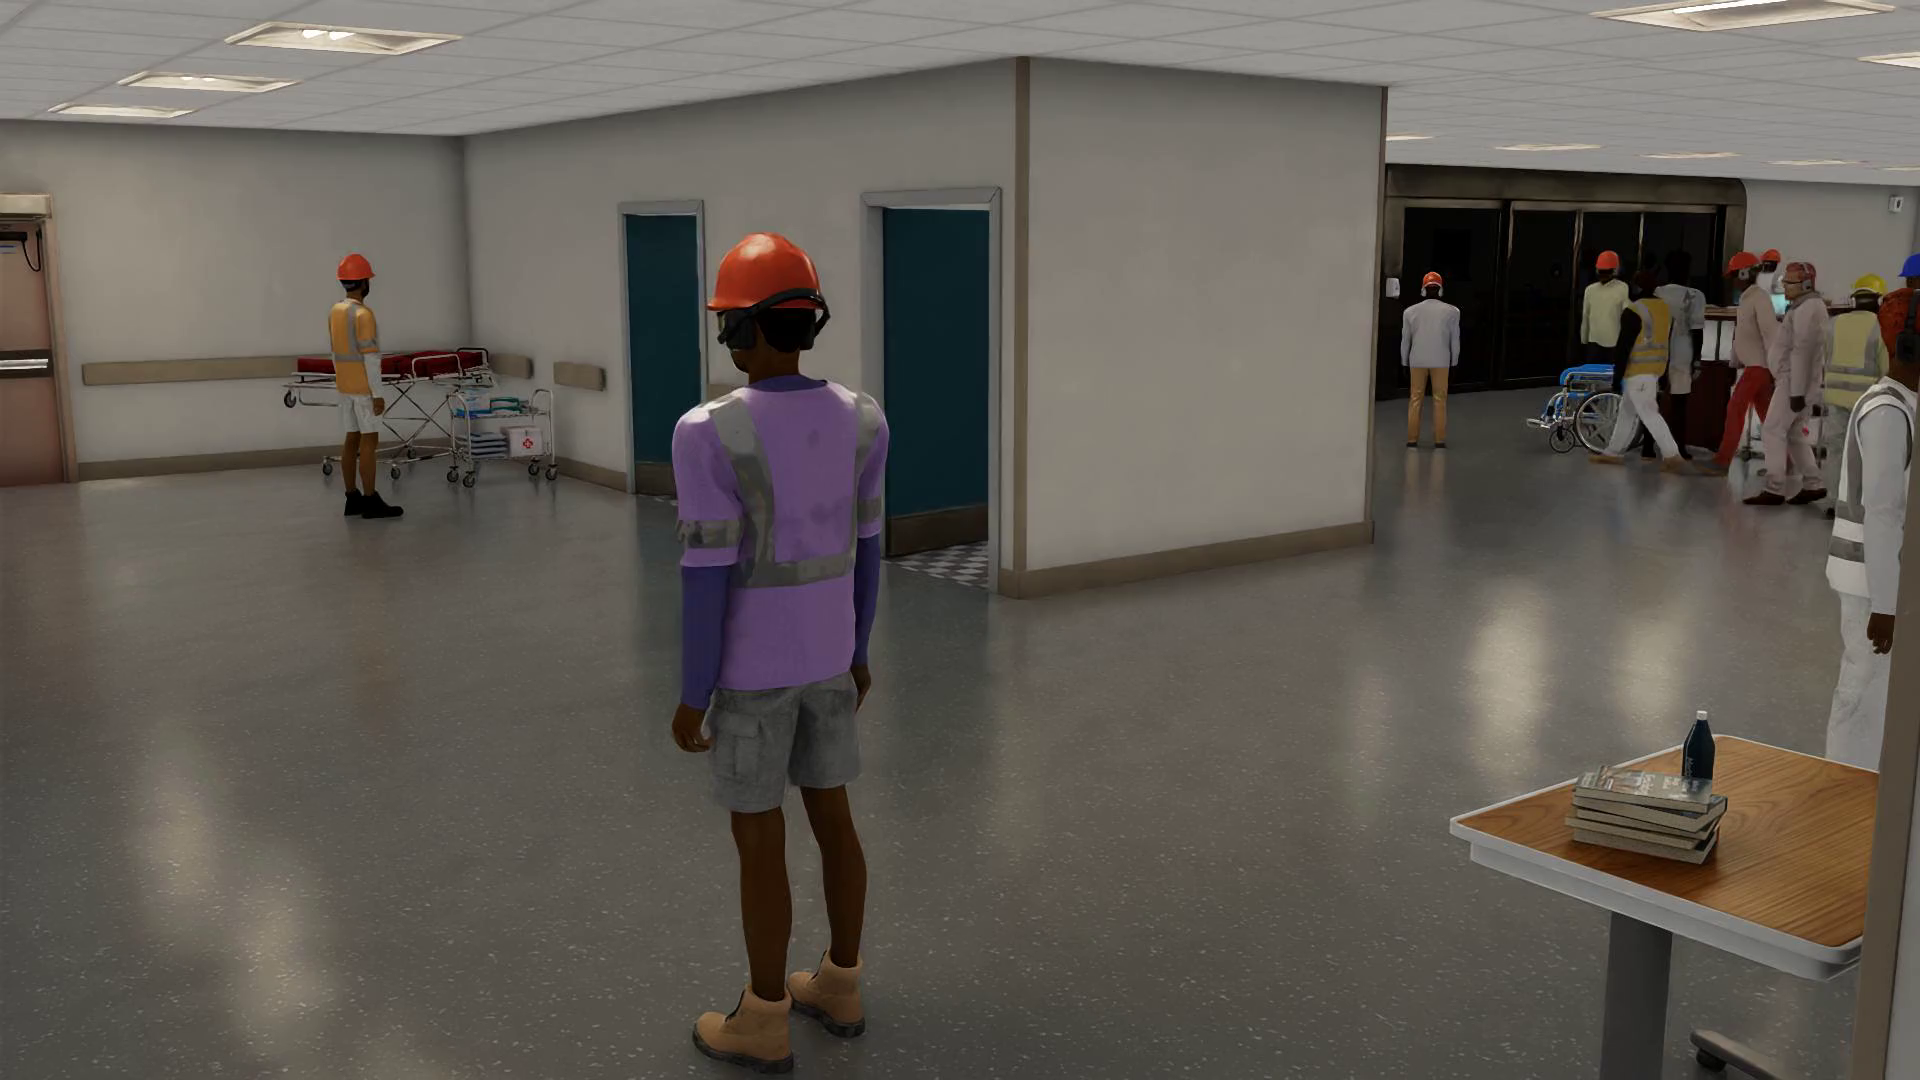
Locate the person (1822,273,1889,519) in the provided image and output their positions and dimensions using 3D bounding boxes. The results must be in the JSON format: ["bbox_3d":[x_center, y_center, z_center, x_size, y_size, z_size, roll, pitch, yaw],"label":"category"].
[{"bbox_3d":[6.600,-1.036,12.168,0.524,1.800,0.588,-6,12,-32],"label":"person"}]

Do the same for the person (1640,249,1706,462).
[{"bbox_3d":[6.557,-1.692,15.376,0.609,1.963,0.369,9,14,42],"label":"person"}]

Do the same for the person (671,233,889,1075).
[{"bbox_3d":[-0.454,0.285,4.081,0.370,2.044,0.608,9,14,43],"label":"person"}]

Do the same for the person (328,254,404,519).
[{"bbox_3d":[-4.411,-1.126,12.269,0.547,1.942,0.344,9,13,41],"label":"person"}]

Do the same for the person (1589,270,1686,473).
[{"bbox_3d":[6.114,-1.503,14.838,0.630,1.791,0.981,-8,13,-38],"label":"person"}]

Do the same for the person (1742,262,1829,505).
[{"bbox_3d":[6.406,-1.188,12.770,0.548,1.879,0.686,6,12,31],"label":"person"}]

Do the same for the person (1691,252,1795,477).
[{"bbox_3d":[6.825,-1.507,14.403,0.961,1.931,0.639,3,11,16],"label":"person"}]

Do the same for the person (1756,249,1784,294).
[{"bbox_3d":[11.629,-3.216,23.997,0.378,1.933,0.551,-8,13,-37],"label":"person"}]

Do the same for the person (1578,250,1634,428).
[{"bbox_3d":[7.176,-2.209,18.322,0.859,1.956,0.657,-8,13,-36],"label":"person"}]

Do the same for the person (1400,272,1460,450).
[{"bbox_3d":[4.629,-1.763,16.393,0.564,1.743,0.352,3,11,18],"label":"person"}]

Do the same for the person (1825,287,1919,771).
[{"bbox_3d":[2.948,0.151,5.283,0.353,1.883,0.577,6,12,30],"label":"person"}]
